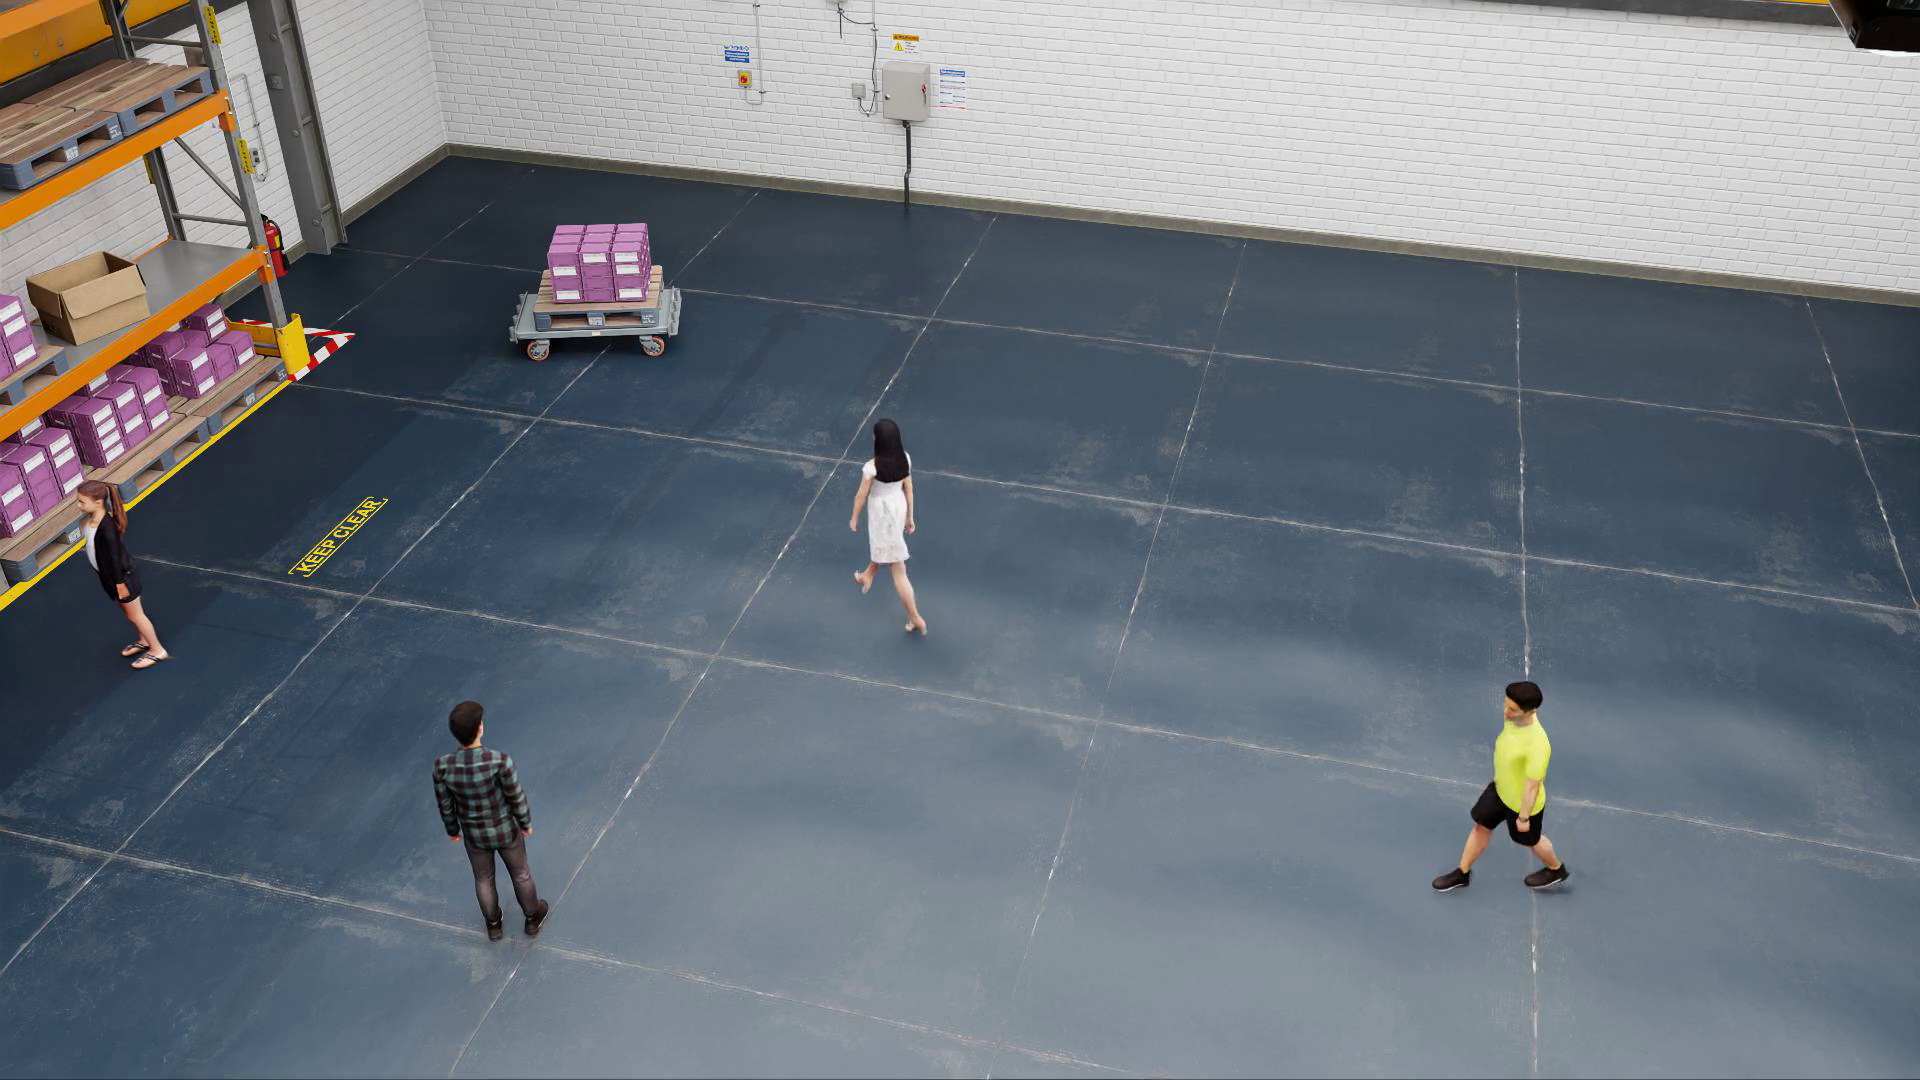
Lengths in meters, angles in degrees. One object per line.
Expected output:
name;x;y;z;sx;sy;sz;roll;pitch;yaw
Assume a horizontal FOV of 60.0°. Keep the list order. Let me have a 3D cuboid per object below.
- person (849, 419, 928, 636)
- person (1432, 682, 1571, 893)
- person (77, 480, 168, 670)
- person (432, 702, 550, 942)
person;-0.497;-0.050;12.482;1.169;1.719;1.162;-21;39;-29
person;3.485;1.525;10.168;1.044;1.658;1.140;-5;34;-8
person;-6.178;0.224;12.218;0.680;1.556;0.627;-23;40;-30
person;-2.776;1.675;9.846;0.741;1.713;0.665;-4;34;-6
